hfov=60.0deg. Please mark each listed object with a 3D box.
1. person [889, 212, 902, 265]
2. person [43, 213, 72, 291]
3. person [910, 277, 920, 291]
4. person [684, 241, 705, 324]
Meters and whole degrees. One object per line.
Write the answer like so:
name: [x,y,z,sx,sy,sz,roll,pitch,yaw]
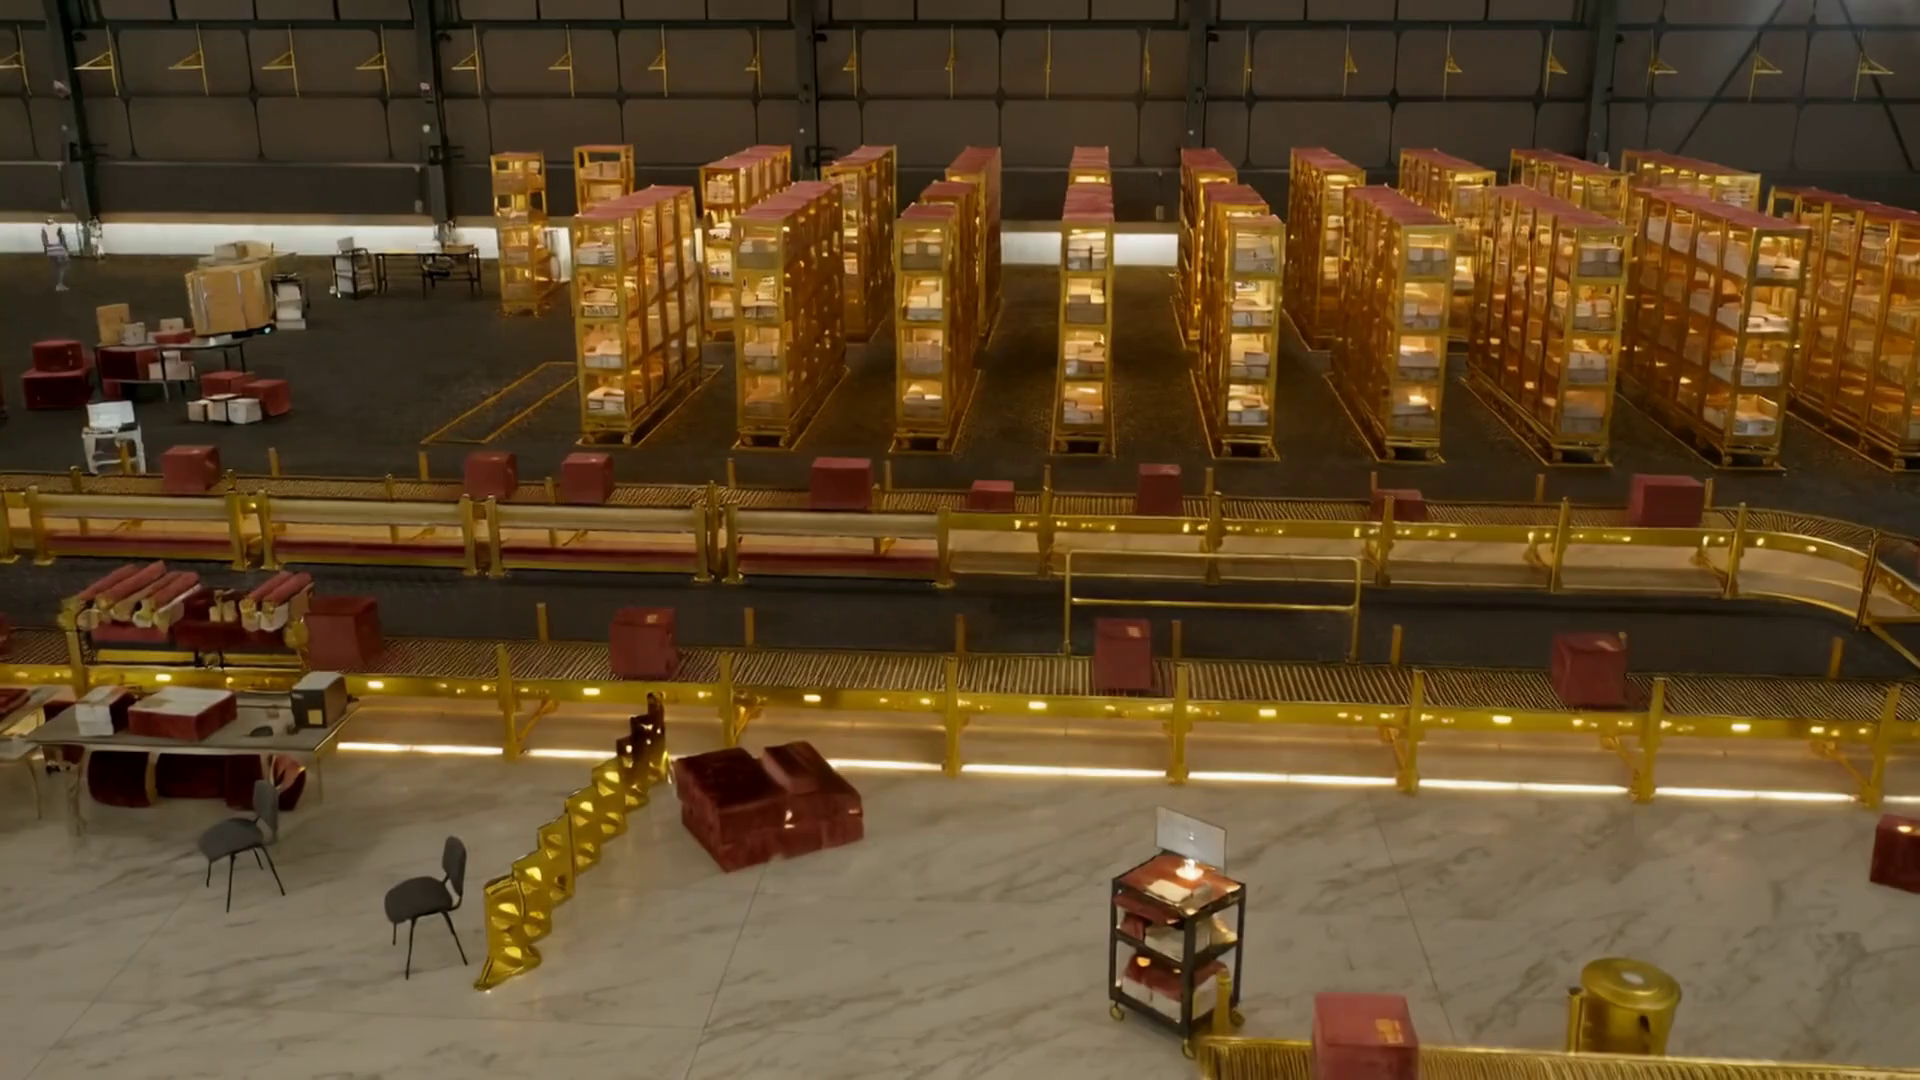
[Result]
person: [-1.703,-7.403,42.111,0.566,1.793,0.609,-3,18,-11]
person: [-22.156,-7.057,40.812,0.704,1.916,0.491,3,18,10]
person: [-0.717,-4.304,31.953,0.396,1.992,0.623,15,23,39]
person: [-5.894,-5.634,36.491,0.618,1.795,0.855,-2,18,-5]
